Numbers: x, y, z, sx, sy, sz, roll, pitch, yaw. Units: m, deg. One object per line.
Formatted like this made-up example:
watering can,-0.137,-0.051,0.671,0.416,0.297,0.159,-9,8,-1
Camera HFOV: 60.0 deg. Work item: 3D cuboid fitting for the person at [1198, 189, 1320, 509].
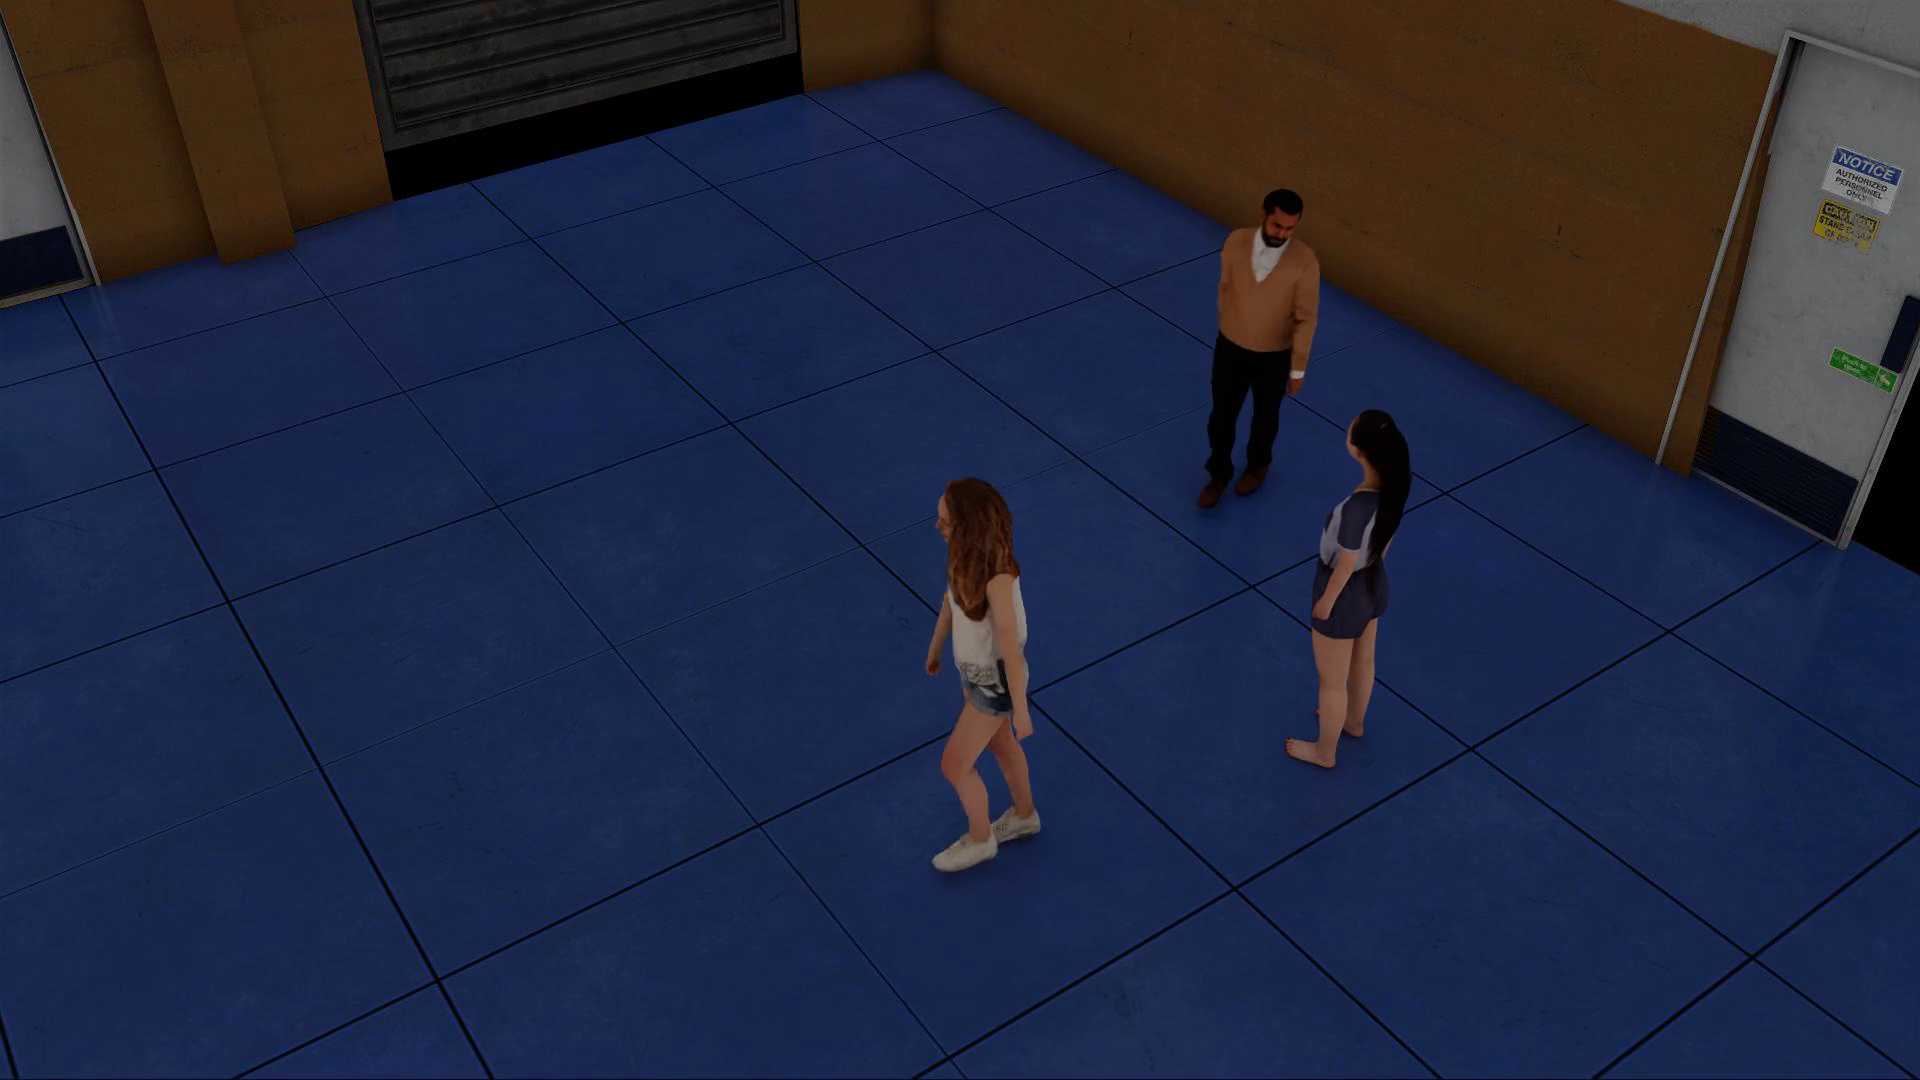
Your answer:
person,1.439,-0.952,7.984,0.863,1.719,0.942,22,42,26

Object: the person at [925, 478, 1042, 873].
person,0.202,0.496,6.037,0.805,1.741,0.758,-10,38,-13

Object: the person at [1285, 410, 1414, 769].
person,1.550,0.205,6.499,0.700,1.651,0.535,28,45,32
